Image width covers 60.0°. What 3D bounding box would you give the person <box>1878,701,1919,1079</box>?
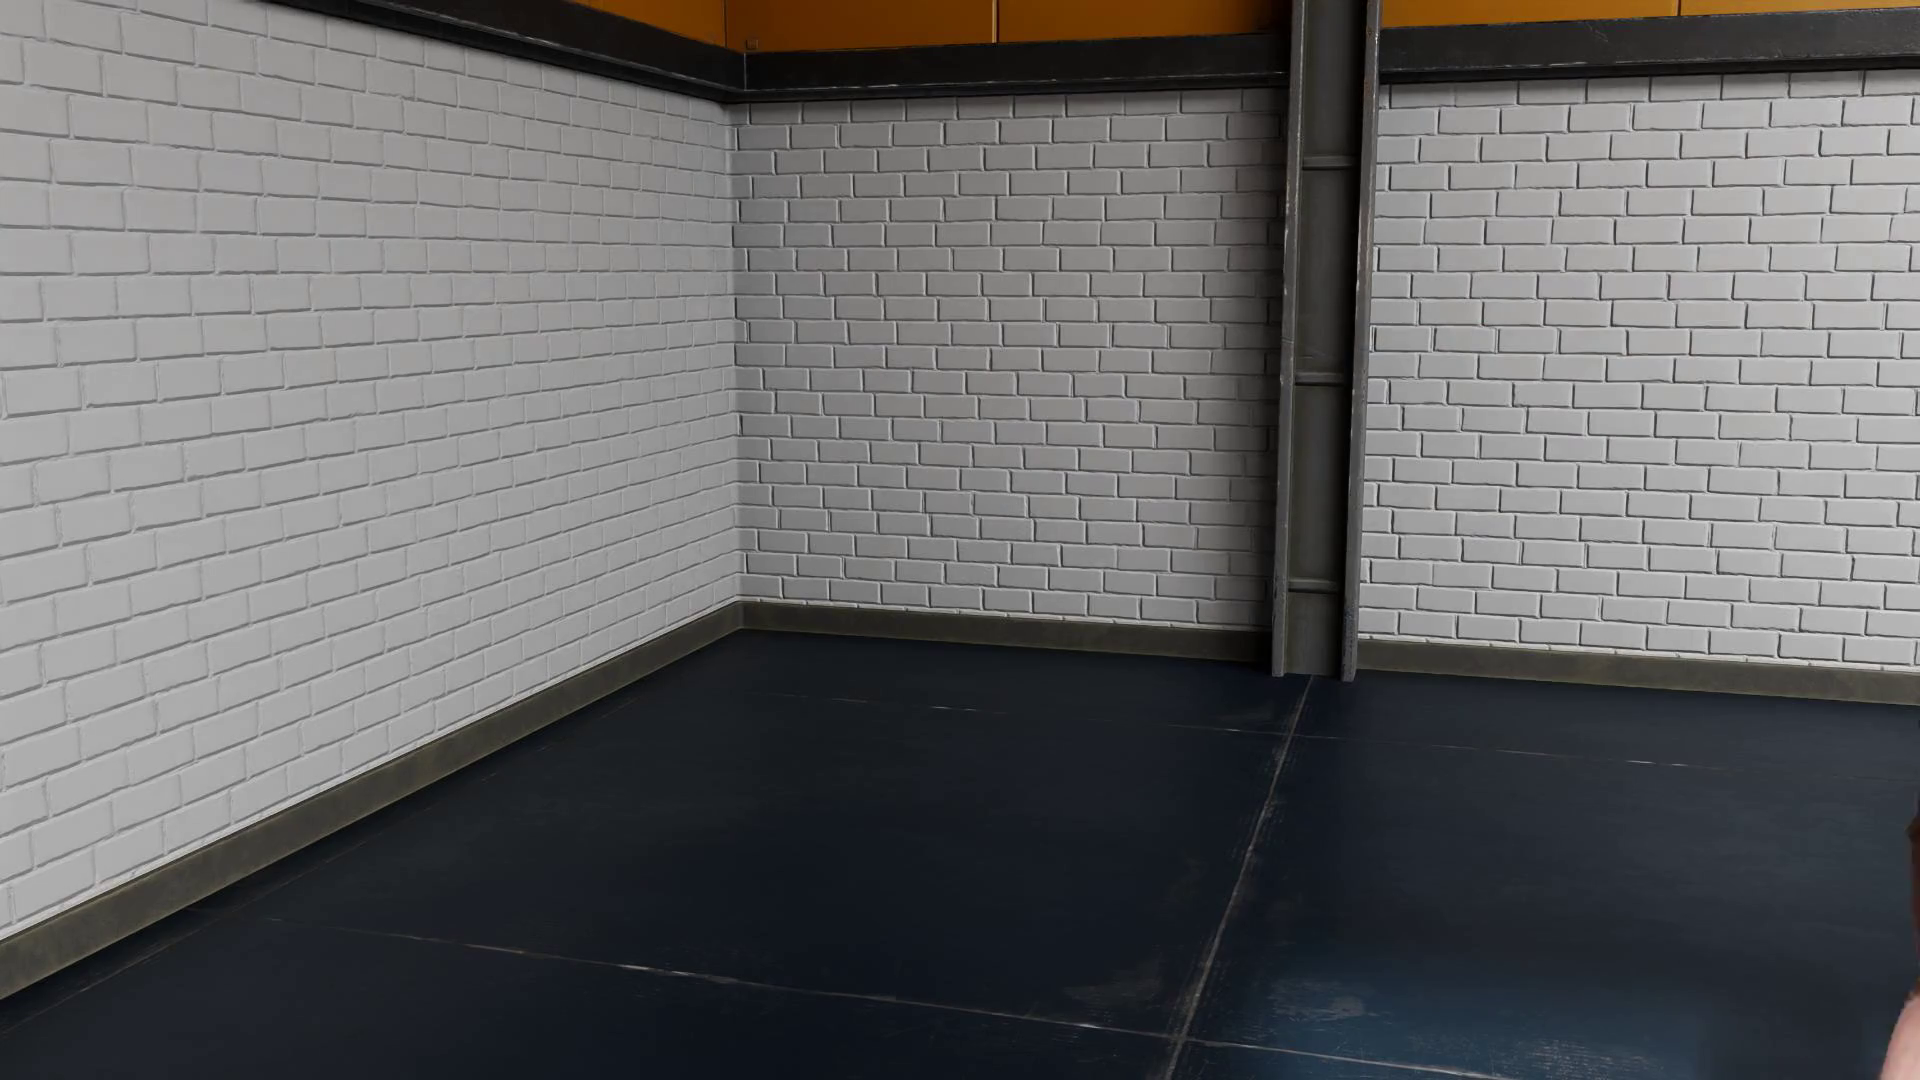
[{"bbox_3d":[1.634,0.715,2.381,0.982,1.864,0.643,-4,10,-22],"label":"person"}]
